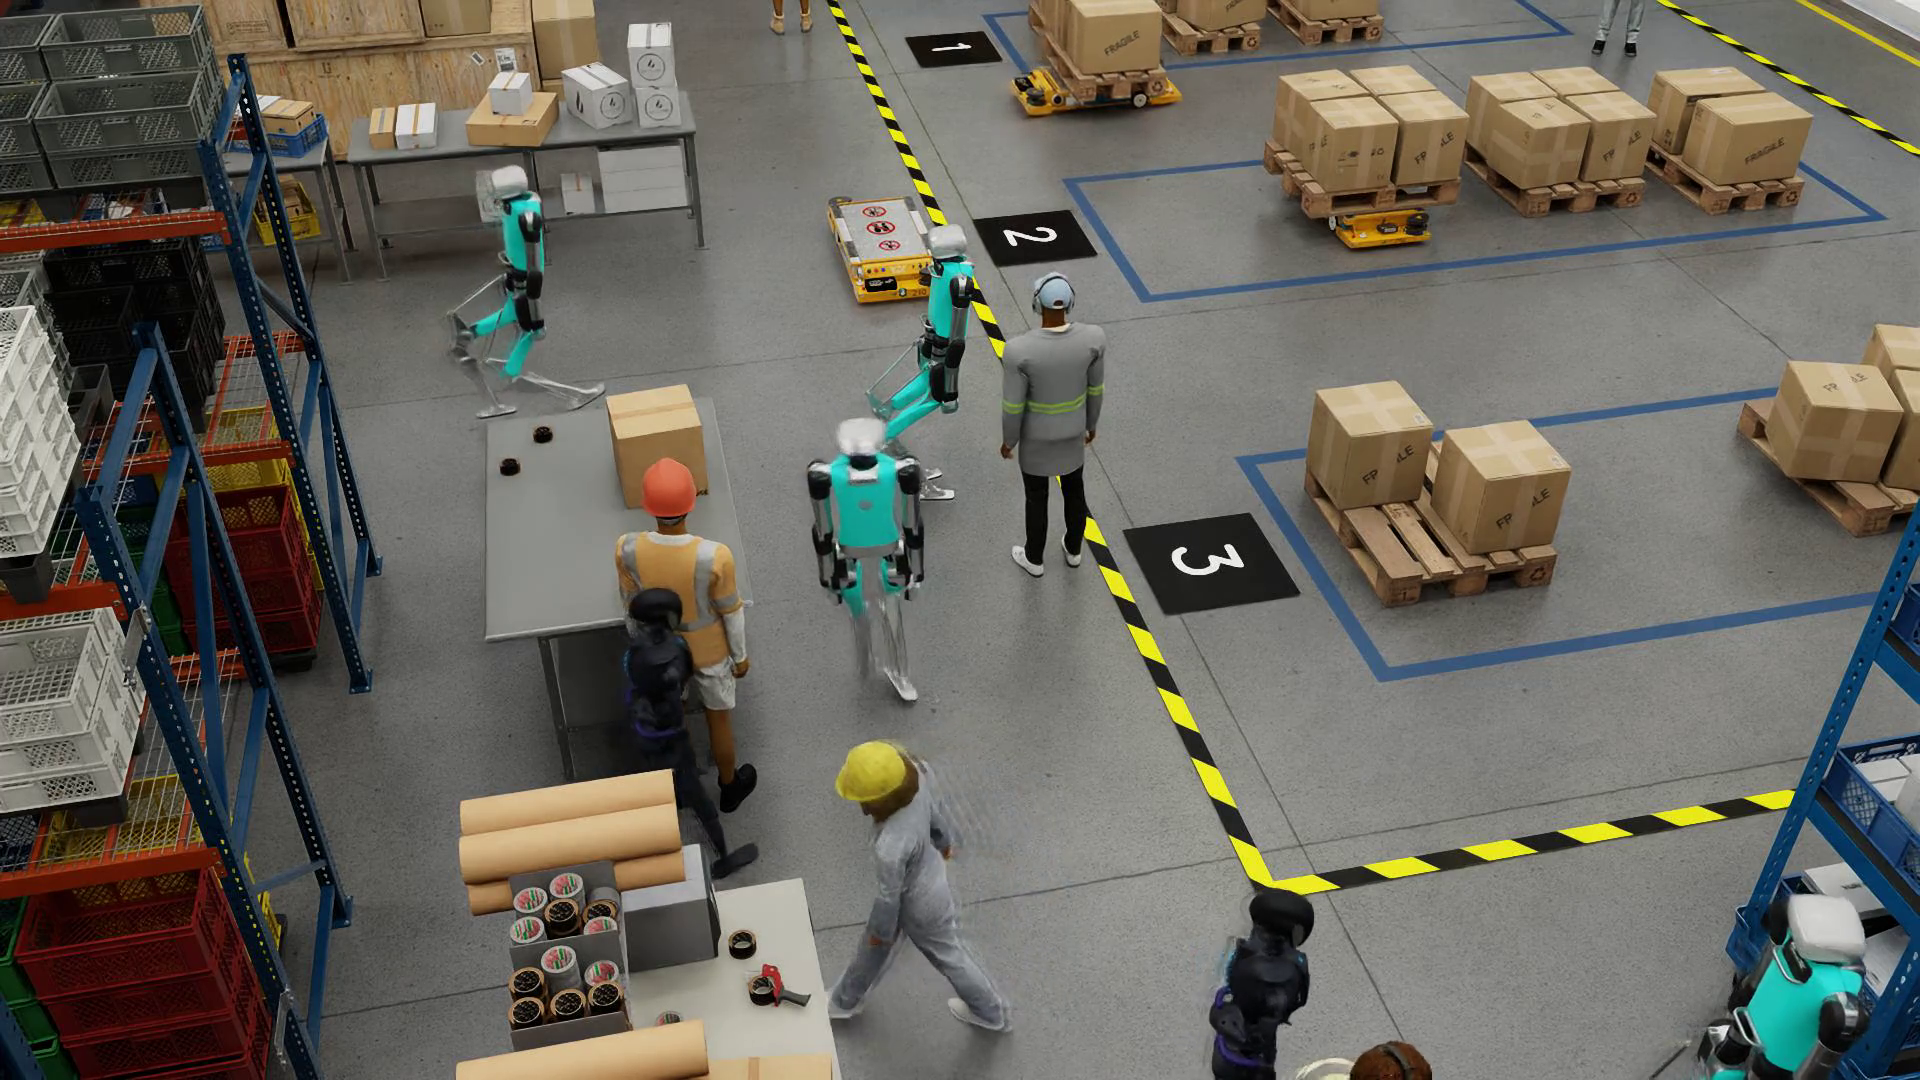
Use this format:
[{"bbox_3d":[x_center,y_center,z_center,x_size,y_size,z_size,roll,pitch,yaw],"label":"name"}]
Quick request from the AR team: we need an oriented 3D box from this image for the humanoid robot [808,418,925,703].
[{"bbox_3d":[-0.443,0.094,8.263,0.531,1.875,0.746,-2,37,-3],"label":"humanoid robot"}]

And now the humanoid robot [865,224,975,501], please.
[{"bbox_3d":[-0.281,-0.980,9.528,0.735,1.677,0.533,-8,37,-11],"label":"humanoid robot"}]

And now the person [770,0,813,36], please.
[{"bbox_3d":[-1.699,-5.910,16.018,0.613,2.033,0.391,-8,37,-10],"label":"person"}]

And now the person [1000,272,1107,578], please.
[{"bbox_3d":[0.491,-0.621,9.061,0.587,1.853,0.391,-11,38,-14],"label":"person"}]

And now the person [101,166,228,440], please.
[{"bbox_3d":[-4.927,-1.478,10.231,0.500,1.837,0.341,24,43,29],"label":"person"}]

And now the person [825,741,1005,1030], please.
[{"bbox_3d":[-0.227,1.364,6.536,0.889,1.671,0.540,1,37,1],"label":"person"}]

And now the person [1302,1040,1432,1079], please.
[{"bbox_3d":[1.105,2.256,5.264,0.898,1.795,0.675,2,37,3],"label":"person"}]

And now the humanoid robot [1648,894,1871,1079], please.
[{"bbox_3d":[2.528,1.953,5.795,0.737,1.899,0.551,1,37,2],"label":"humanoid robot"}]

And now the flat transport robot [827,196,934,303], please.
[{"bbox_3d":[-0.570,-2.220,12.538,0.659,0.231,1.431,-8,37,-10],"label":"flat transport robot"}]

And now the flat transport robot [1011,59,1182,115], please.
[{"bbox_3d":[1.236,-4.125,15.074,1.431,0.197,0.652,-8,37,-10],"label":"flat transport robot"}]

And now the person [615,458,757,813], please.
[{"bbox_3d":[-1.226,0.459,7.535,0.550,1.942,0.340,5,37,7],"label":"person"}]

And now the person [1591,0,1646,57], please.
[{"bbox_3d":[6.351,-5.465,15.588,0.599,1.831,0.404,9,38,12],"label":"person"}]

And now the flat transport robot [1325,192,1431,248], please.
[{"bbox_3d":[3.134,-2.740,13.213,0.652,0.197,1.431,-8,37,-10],"label":"flat transport robot"}]

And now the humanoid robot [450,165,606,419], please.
[{"bbox_3d":[-2.800,-1.439,10.257,1.044,1.738,0.556,-16,40,-20],"label":"humanoid robot"}]

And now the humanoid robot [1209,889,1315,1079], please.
[{"bbox_3d":[0.978,1.836,5.954,0.725,1.657,0.599,3,37,4],"label":"humanoid robot"}]

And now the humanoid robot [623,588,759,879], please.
[{"bbox_3d":[-1.272,0.826,7.289,0.608,1.639,0.613,-14,39,-18],"label":"humanoid robot"}]
